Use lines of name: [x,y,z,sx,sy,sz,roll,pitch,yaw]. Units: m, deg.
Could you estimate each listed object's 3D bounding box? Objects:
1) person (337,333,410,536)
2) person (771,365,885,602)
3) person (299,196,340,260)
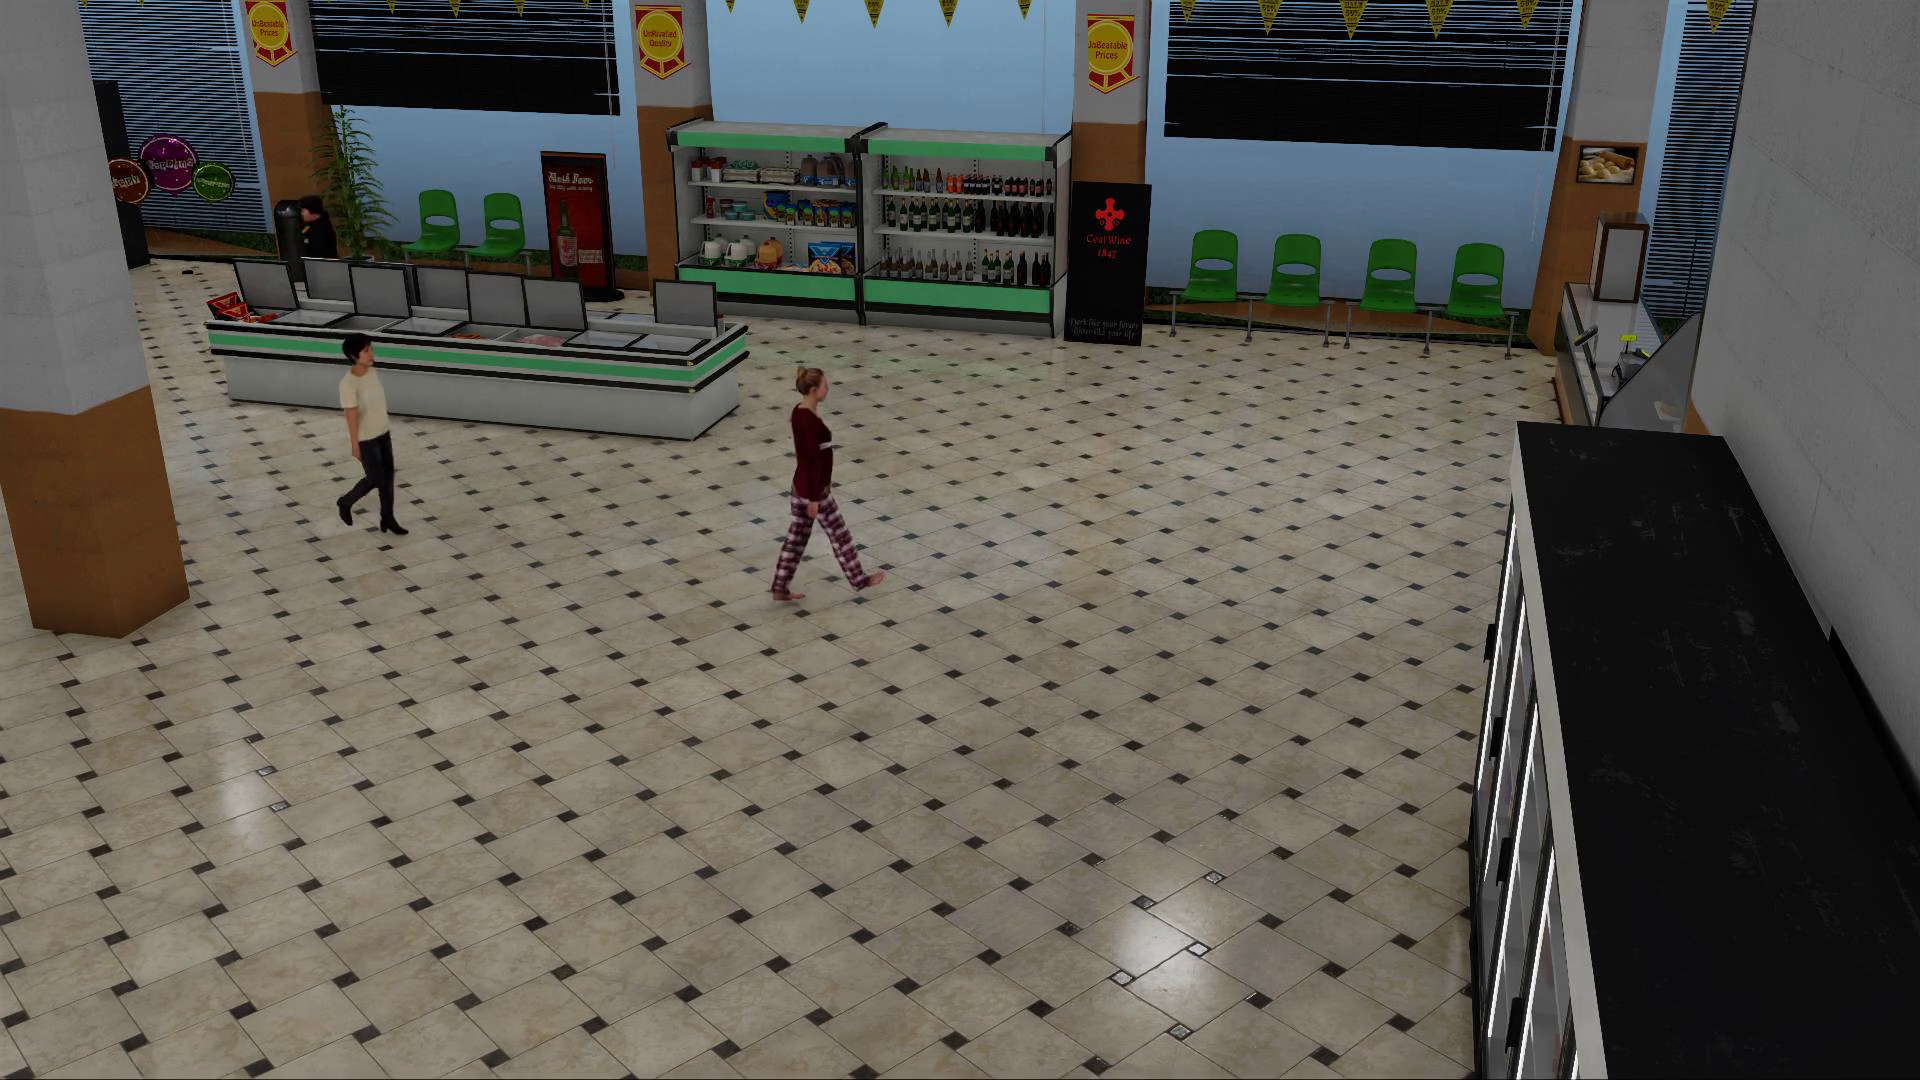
person: [-4.474,-0.770,12.461,0.748,1.576,0.617,4,22,10]
person: [-1.074,-0.338,11.273,1.150,1.661,1.011,-7,23,-18]
person: [-6.465,-2.723,17.217,0.862,1.655,0.855,-5,22,-11]
